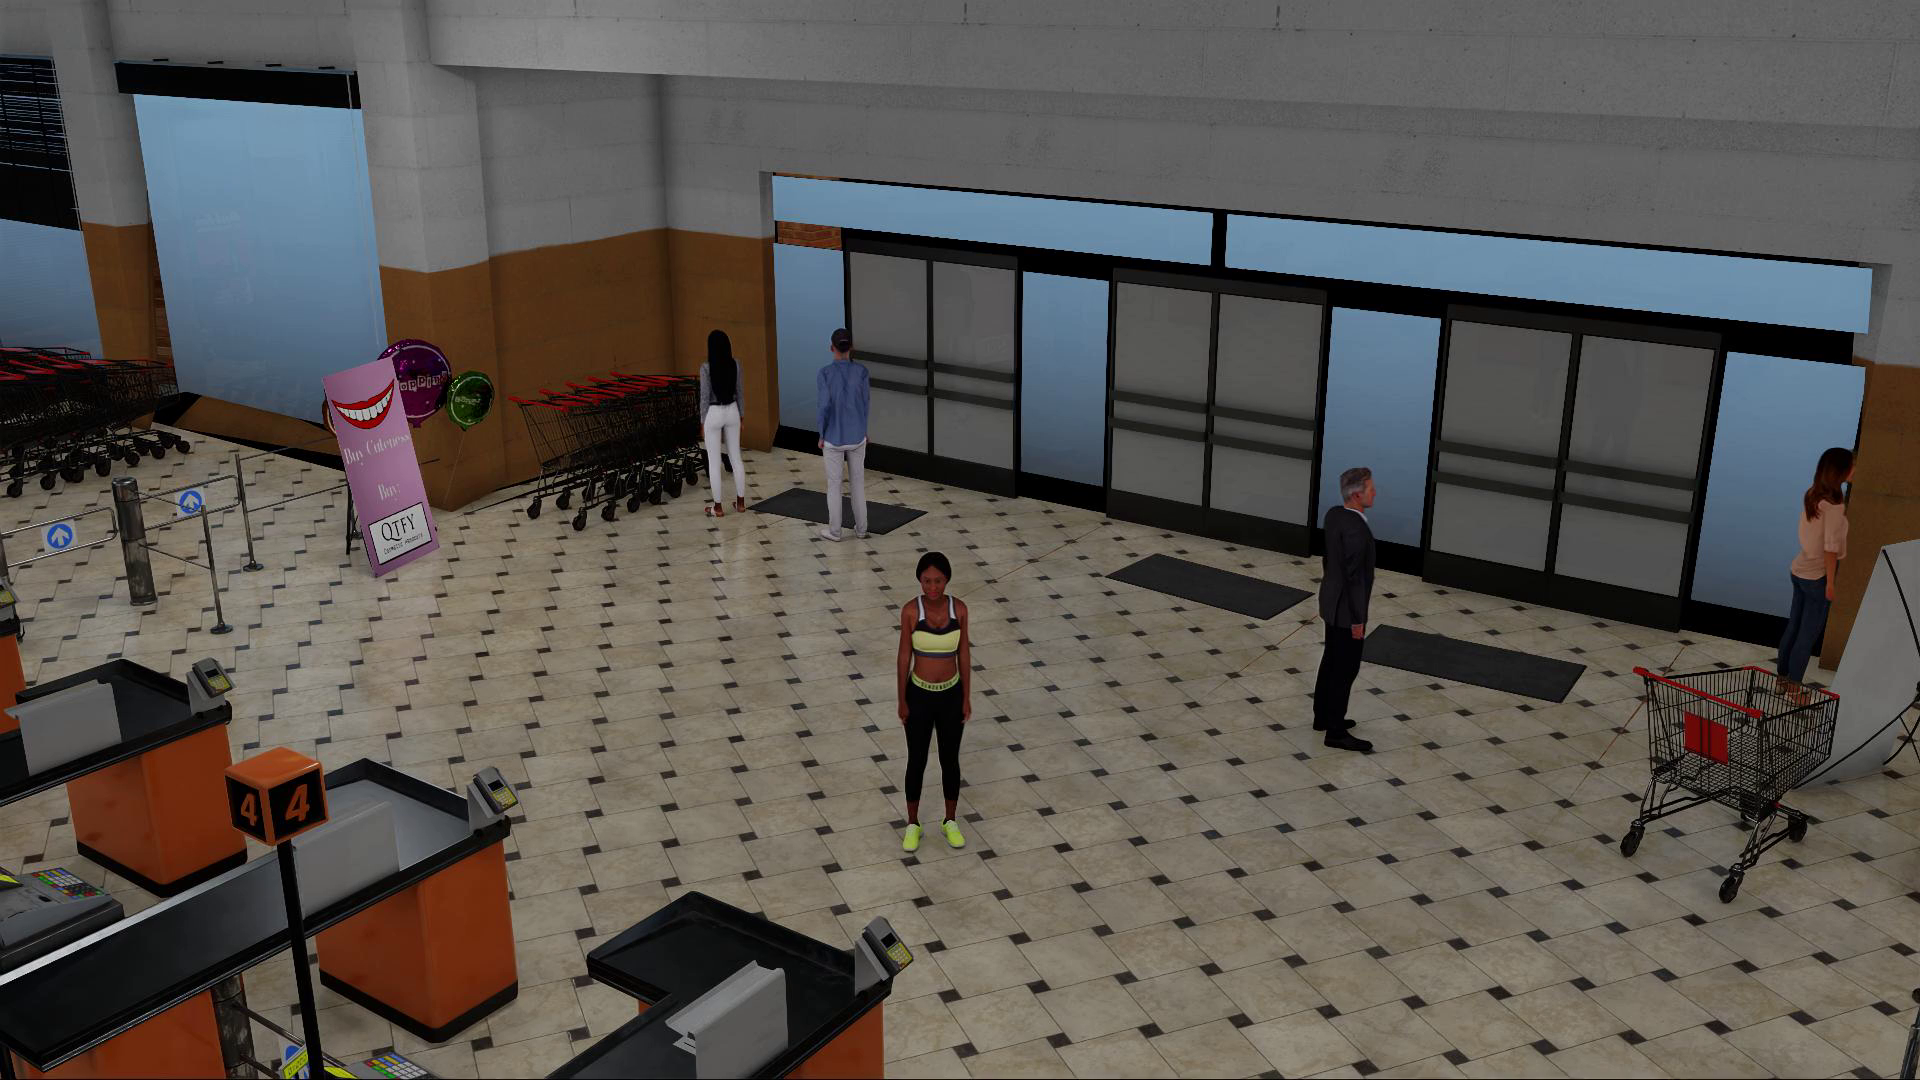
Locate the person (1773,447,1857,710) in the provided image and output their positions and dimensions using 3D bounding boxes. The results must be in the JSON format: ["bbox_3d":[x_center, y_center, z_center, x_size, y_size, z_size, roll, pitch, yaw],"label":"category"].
[{"bbox_3d":[5.735,0.240,11.180,0.729,1.792,0.616,2,19,7],"label":"person"}]

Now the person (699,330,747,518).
[{"bbox_3d":[-2.177,-1.077,15.193,0.579,1.724,0.728,-12,22,-31],"label":"person"}]

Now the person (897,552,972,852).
[{"bbox_3d":[-0.143,0.892,9.305,0.639,1.754,0.694,-3,19,-8],"label":"person"}]

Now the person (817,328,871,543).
[{"bbox_3d":[-1.010,-0.914,14.451,0.689,1.888,0.802,-8,20,-23],"label":"person"}]

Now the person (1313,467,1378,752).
[{"bbox_3d":[2.467,0.410,10.600,0.870,1.840,0.775,-1,19,-3],"label":"person"}]
